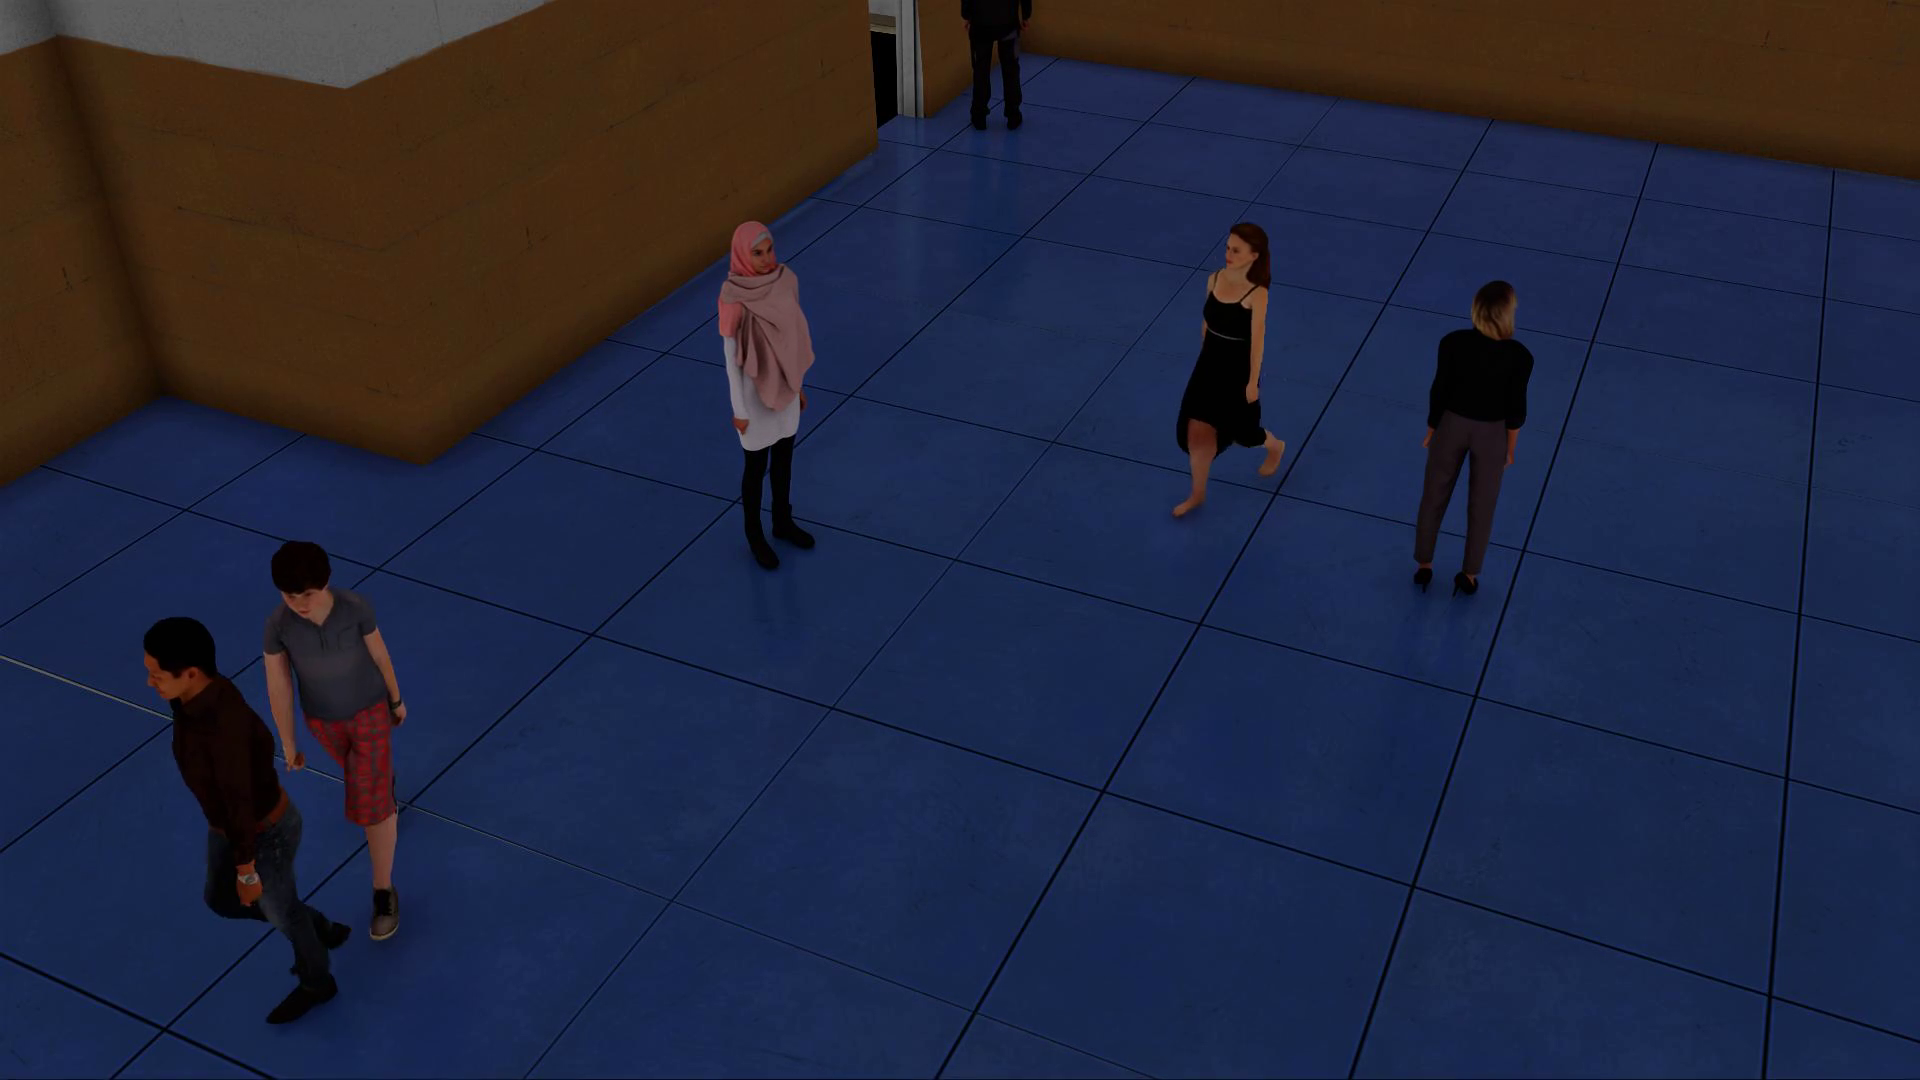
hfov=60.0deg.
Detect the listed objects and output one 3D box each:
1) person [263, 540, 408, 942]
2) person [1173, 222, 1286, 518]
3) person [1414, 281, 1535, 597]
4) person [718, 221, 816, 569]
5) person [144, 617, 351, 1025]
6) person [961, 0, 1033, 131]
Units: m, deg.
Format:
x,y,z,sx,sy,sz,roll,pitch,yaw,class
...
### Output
x,y,z,sx,sy,sz,roll,pitch,yaw,class
-2.344,0.627,6.389,1.147,1.606,1.094,-6,34,-9,person
1.466,-0.894,8.692,0.910,1.602,0.993,-23,40,-30,person
2.438,-0.460,7.979,0.467,1.669,0.654,14,36,20,person
-0.963,-0.721,8.250,0.697,1.804,0.702,27,42,34,person
-2.364,0.954,5.765,0.809,1.766,0.709,-28,43,-35,person
0.291,-4.282,13.529,0.730,1.862,0.913,1,34,2,person
